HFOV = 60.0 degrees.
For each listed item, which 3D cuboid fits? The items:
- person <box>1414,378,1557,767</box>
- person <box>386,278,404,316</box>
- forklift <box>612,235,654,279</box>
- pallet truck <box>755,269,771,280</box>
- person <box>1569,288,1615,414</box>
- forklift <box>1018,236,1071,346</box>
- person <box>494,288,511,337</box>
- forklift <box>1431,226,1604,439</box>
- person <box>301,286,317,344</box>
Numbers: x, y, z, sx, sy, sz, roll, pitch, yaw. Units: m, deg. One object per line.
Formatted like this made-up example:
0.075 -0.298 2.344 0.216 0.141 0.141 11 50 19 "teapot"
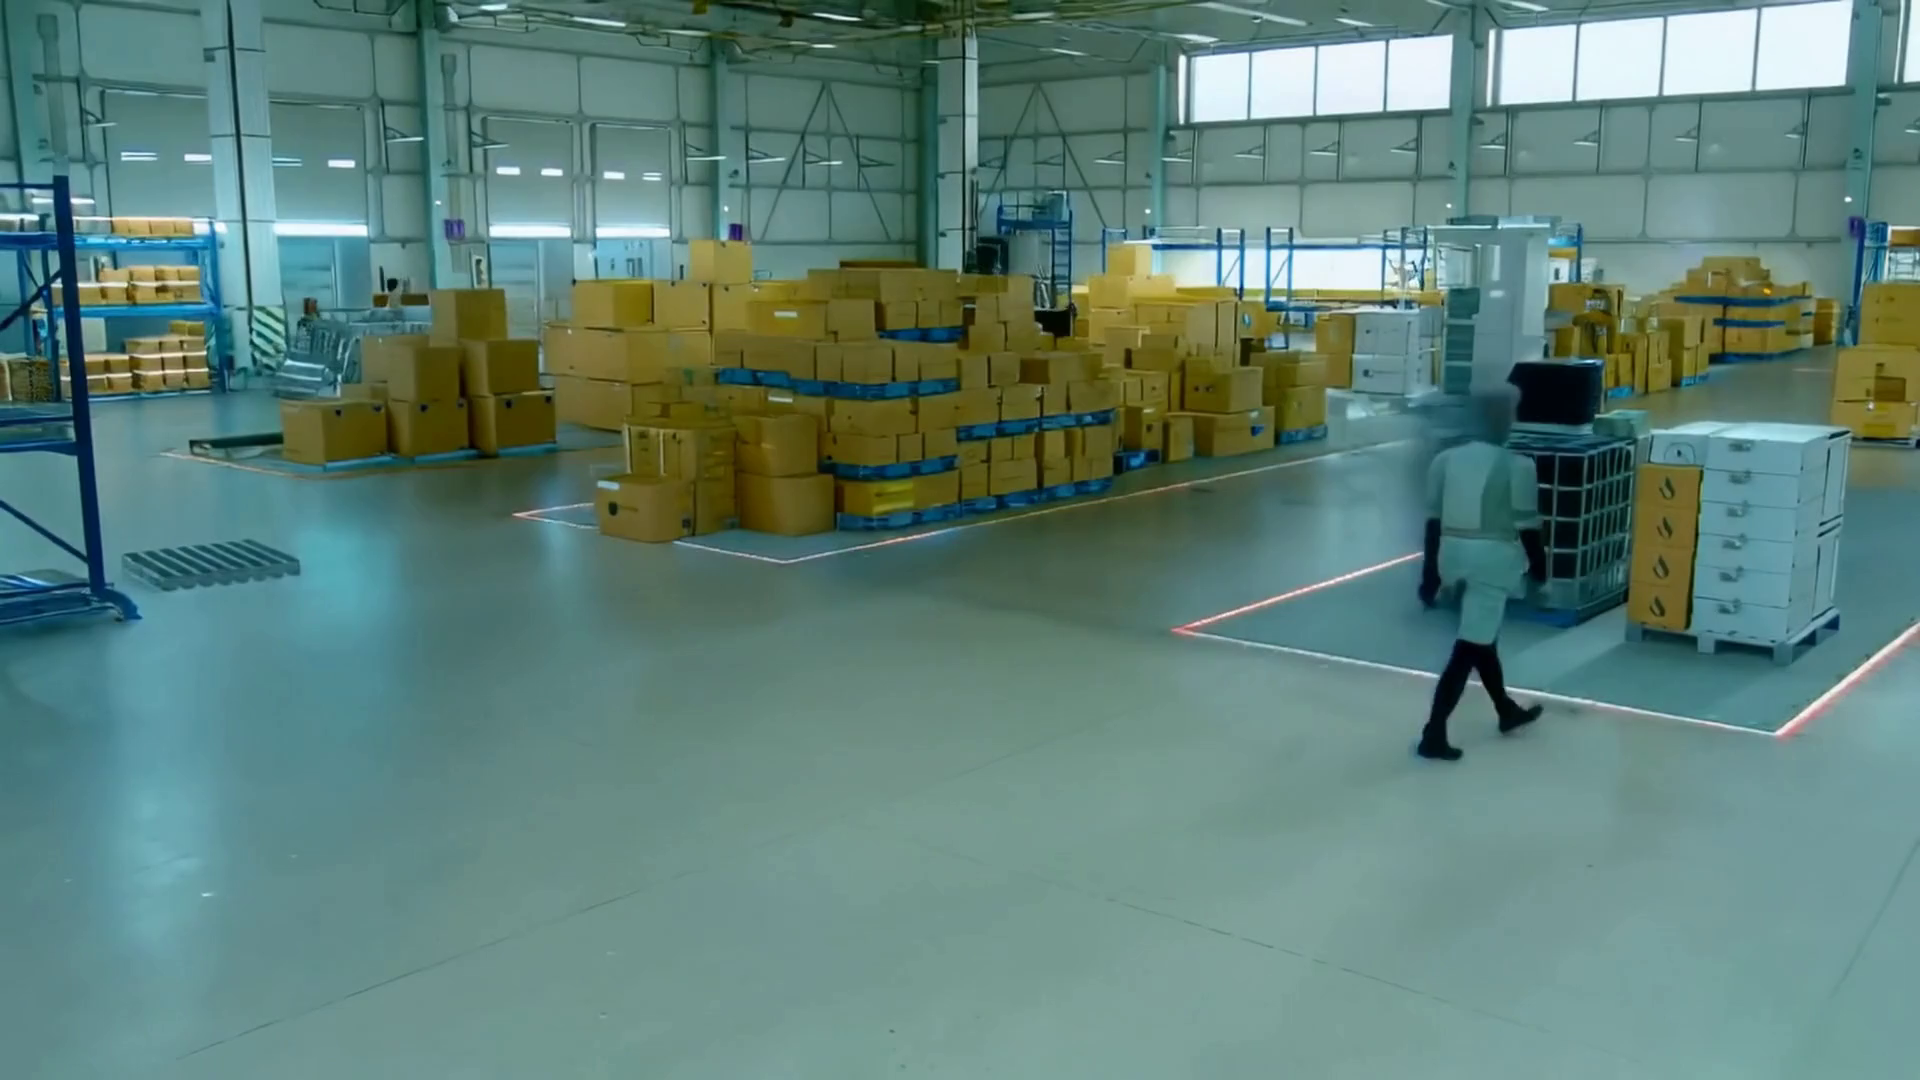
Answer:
2.634 0.151 8.298 1.043 1.907 0.613 -6 11 -29 "person"
-12.736 -4.934 37.363 0.675 1.861 0.604 -6 12 -33 "person"
-7.300 -5.450 37.421 1.873 2.768 1.129 8 13 40 "forklift"
-4.996 -6.432 45.525 1.885 1.965 0.823 -6 12 -32 "pallet truck"
8.779 -2.490 23.108 0.612 1.987 0.399 9 13 41 "person"
1.592 -5.656 38.595 1.873 2.768 1.129 2 10 13 "forklift"
-7.133 -2.915 25.673 0.629 1.939 0.372 9 13 41 "person"
7.339 -2.688 21.696 1.873 2.768 1.129 8 13 40 "forklift"
-15.660 -5.303 40.126 0.537 1.626 0.371 7 12 34 "person"
